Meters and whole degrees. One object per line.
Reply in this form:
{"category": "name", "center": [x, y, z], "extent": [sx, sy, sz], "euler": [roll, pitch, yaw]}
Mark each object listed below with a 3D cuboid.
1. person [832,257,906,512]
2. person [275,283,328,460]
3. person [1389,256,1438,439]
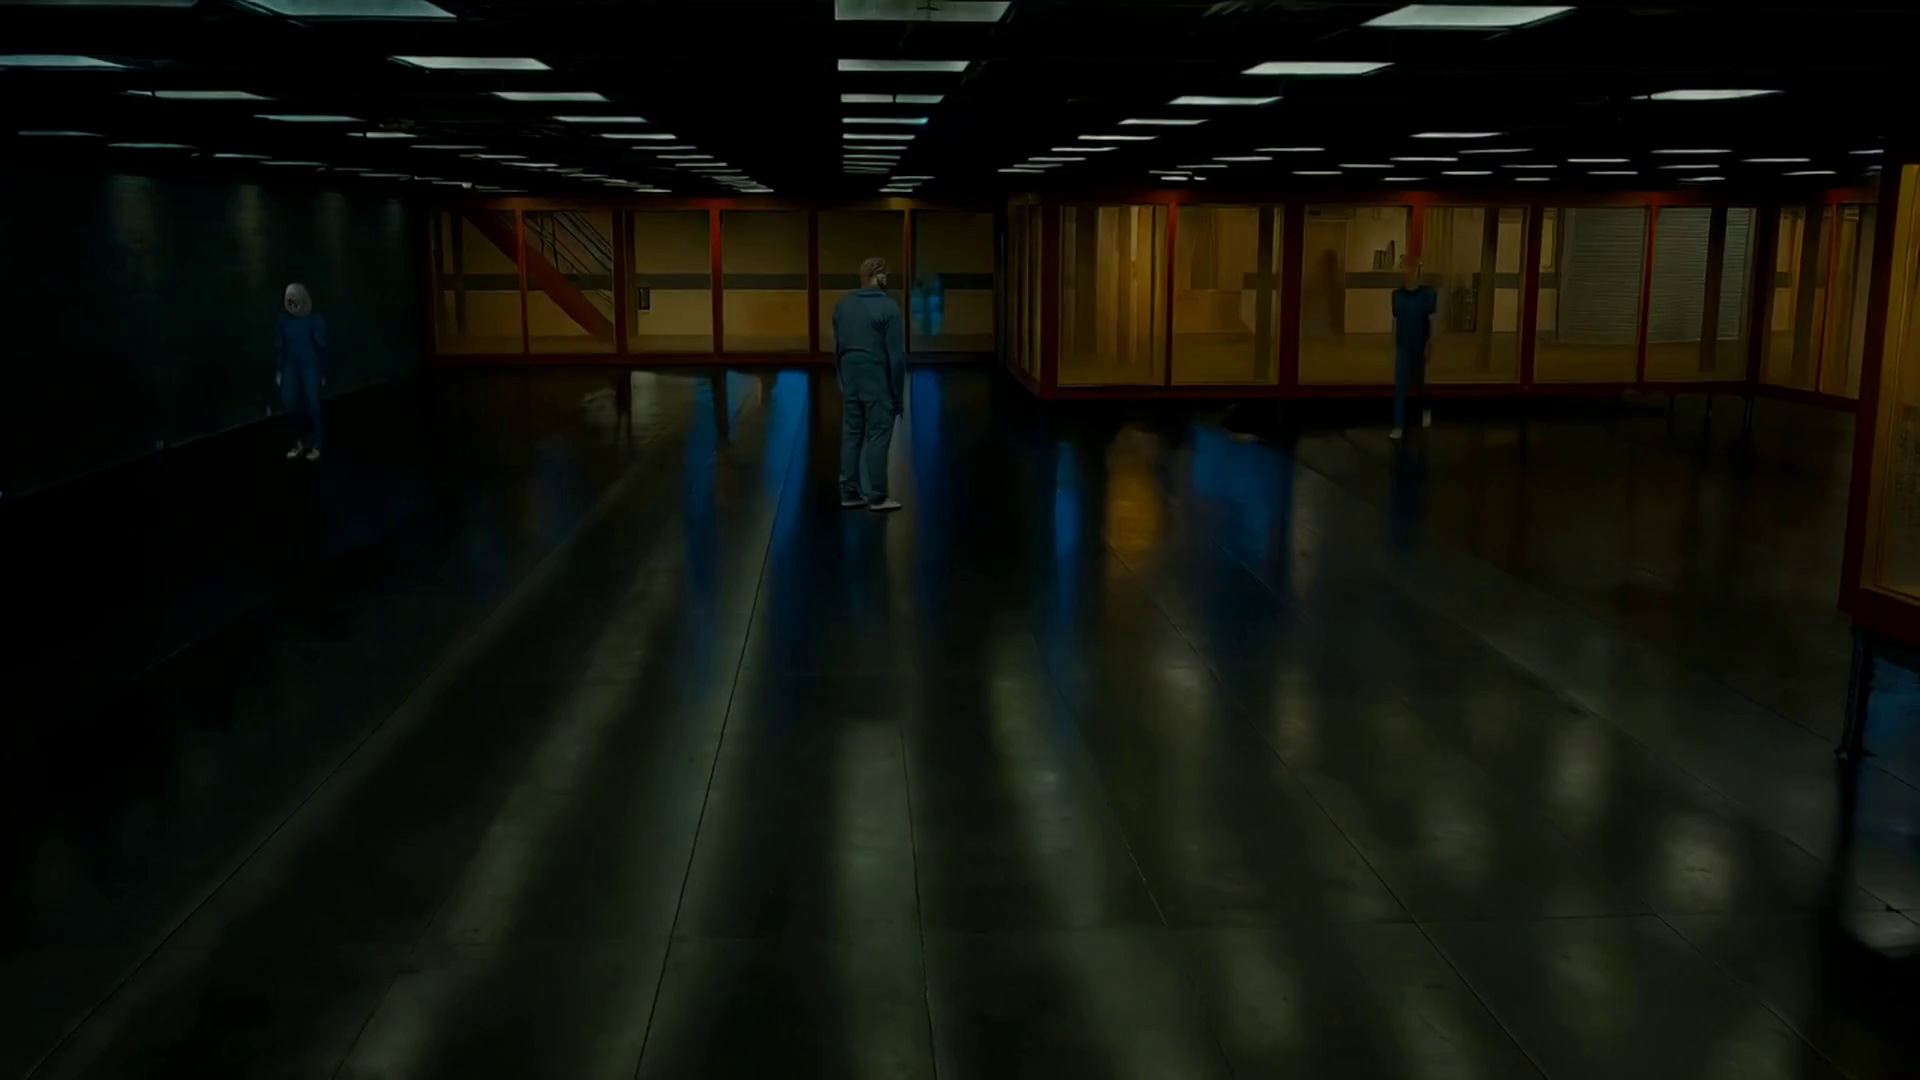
{"category": "person", "center": [-0.656, -1.163, 12.503], "extent": [0.634, 1.900, 0.398], "euler": [7, 13, 33]}
{"category": "person", "center": [-6.017, -1.526, 15.175], "extent": [0.538, 1.613, 0.485], "euler": [1, 11, 6]}
{"category": "person", "center": [4.635, -1.962, 16.945], "extent": [0.527, 1.848, 0.720], "euler": [6, 12, 30]}
